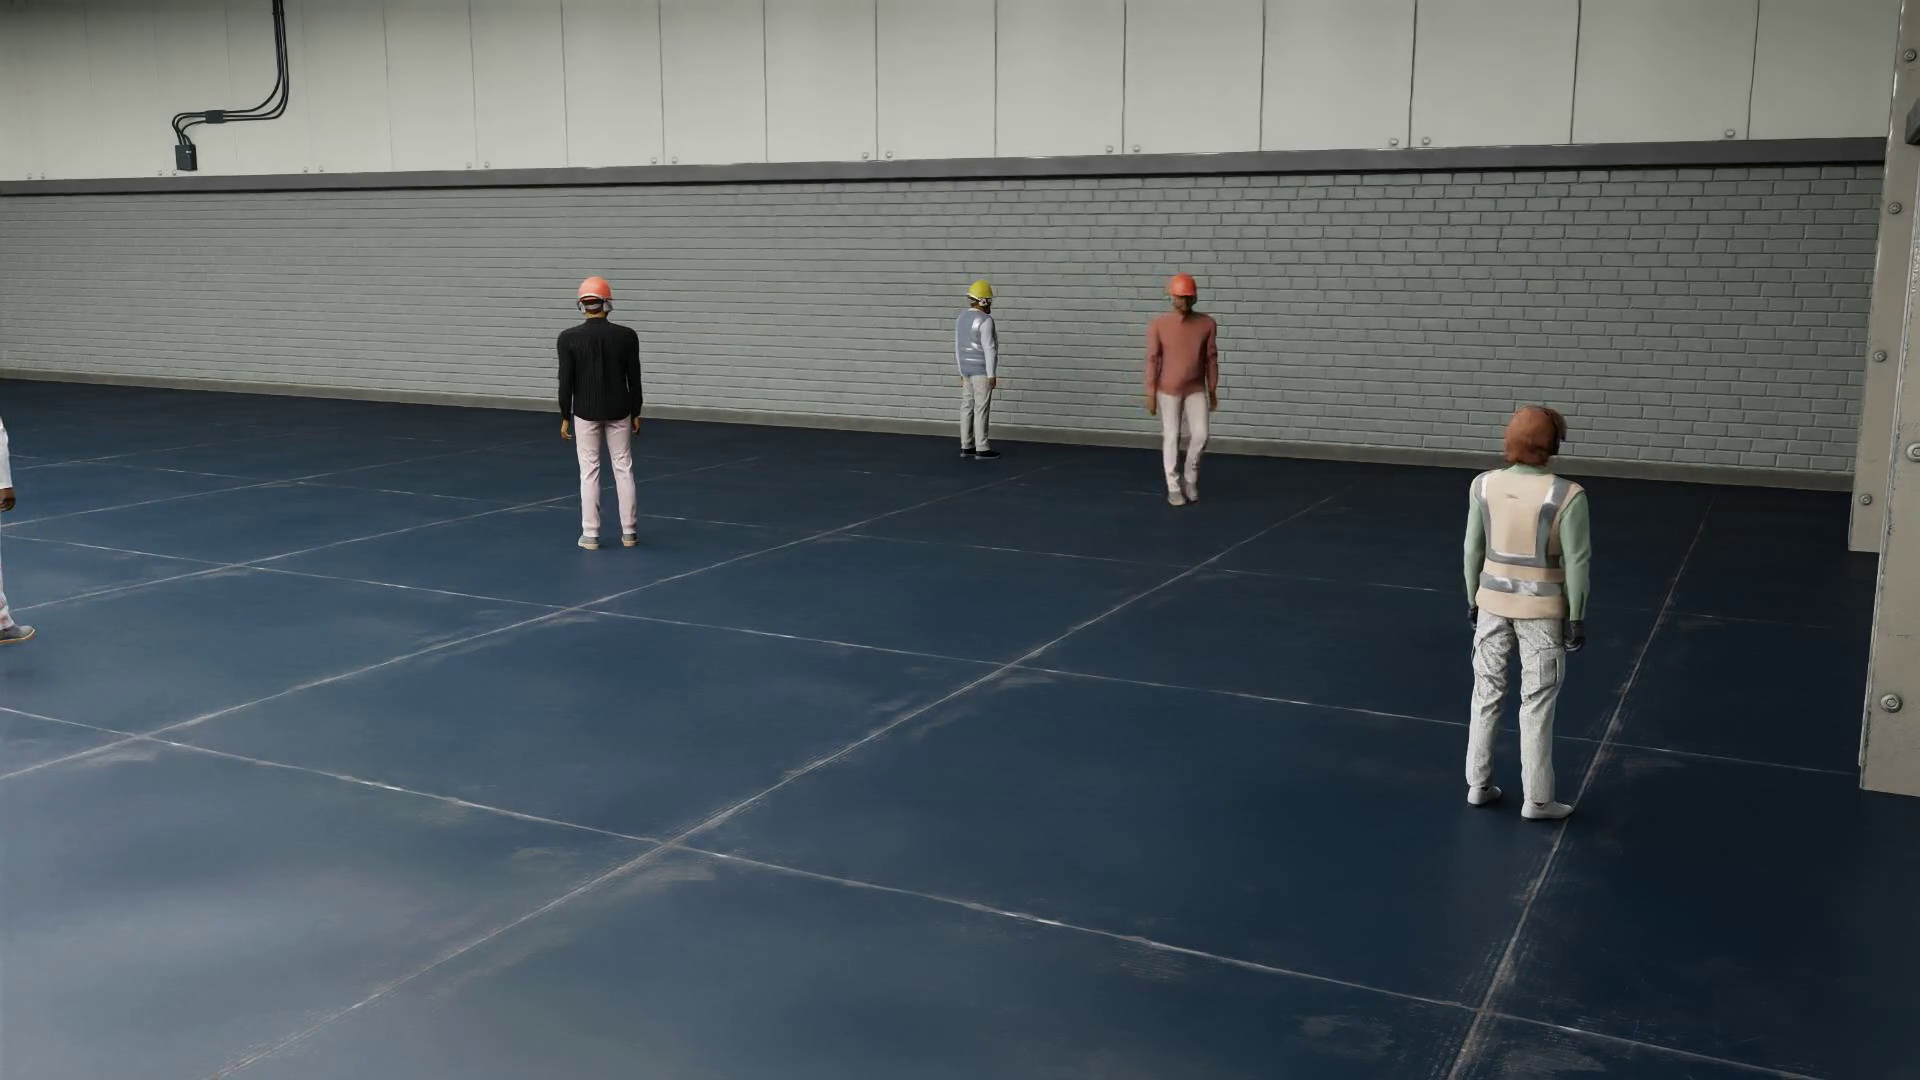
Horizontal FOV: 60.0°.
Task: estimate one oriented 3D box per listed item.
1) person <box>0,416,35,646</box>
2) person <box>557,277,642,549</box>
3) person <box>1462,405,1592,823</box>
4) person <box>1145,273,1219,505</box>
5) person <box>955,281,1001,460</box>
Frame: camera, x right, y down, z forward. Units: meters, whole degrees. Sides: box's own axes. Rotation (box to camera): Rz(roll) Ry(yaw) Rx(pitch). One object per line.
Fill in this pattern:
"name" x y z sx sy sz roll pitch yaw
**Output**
"person" -5.551 -0.332 9.284 0.575 1.884 0.355 2 11 9
"person" -2.644 -0.926 12.228 0.612 1.991 0.392 -4 11 -21
"person" 2.220 0.292 6.554 0.305 1.637 0.522 -9 14 -41
"person" 1.883 -1.269 14.123 0.655 1.977 0.435 -1 10 -7
"person" 0.197 -1.749 17.149 0.403 1.830 0.600 -7 12 -33
